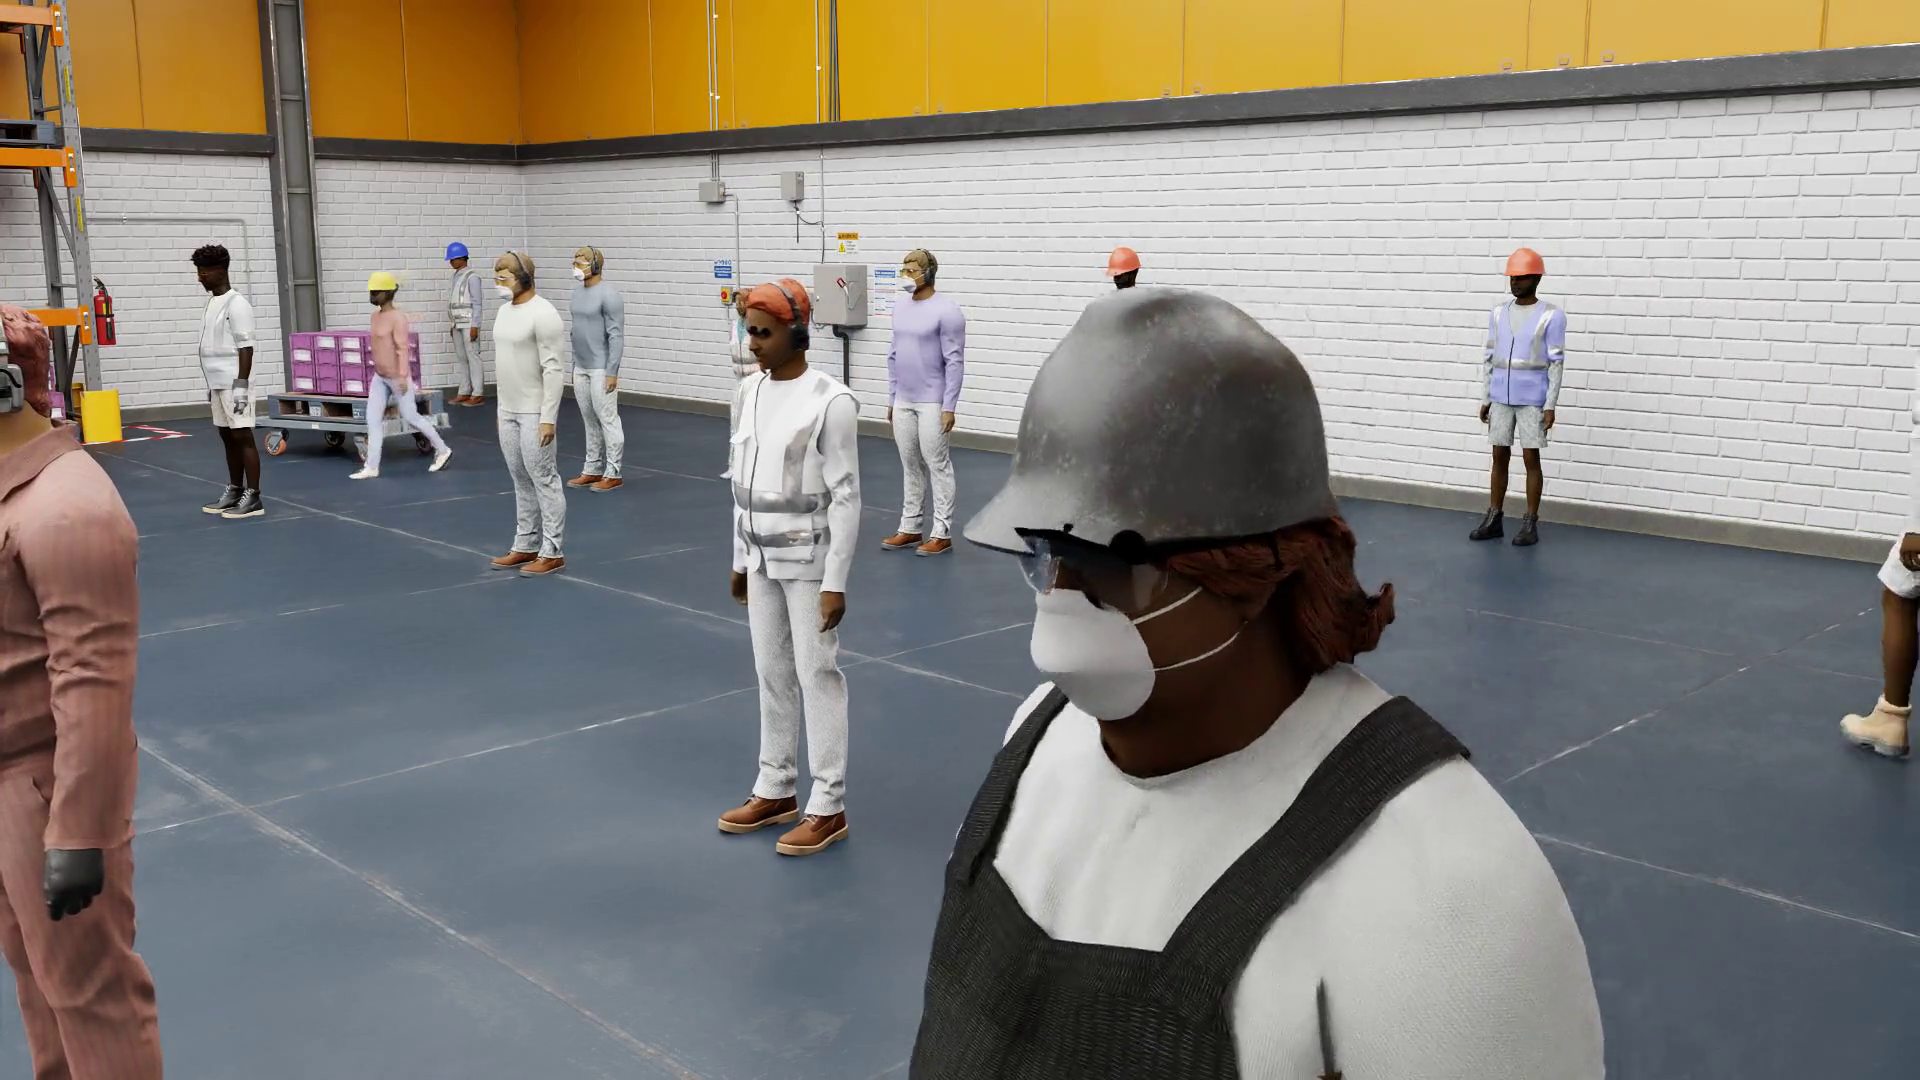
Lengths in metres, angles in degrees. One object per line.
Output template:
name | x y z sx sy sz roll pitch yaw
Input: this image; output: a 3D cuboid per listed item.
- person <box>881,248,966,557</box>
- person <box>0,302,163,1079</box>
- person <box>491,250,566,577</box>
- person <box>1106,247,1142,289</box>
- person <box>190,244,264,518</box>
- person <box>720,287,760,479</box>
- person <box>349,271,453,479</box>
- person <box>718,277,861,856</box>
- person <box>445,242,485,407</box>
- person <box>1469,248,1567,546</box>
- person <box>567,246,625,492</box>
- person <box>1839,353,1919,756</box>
person | -0.237 -0.868 10.557 0.372 1.940 0.627 -10 14 -43
person | -1.817 0.490 3.237 0.407 1.910 0.639 -10 14 -43
person | -2.582 -0.748 9.918 0.372 1.934 0.627 -10 14 -43
person | 1.287 -1.318 13.038 0.372 1.928 0.543 -10 14 -43
person | -5.273 -1.137 11.968 0.377 1.959 0.604 -10 14 -43
person | -1.691 -1.336 14.041 0.536 1.598 0.810 8 13 36
person | -4.730 -1.395 14.007 0.529 1.736 0.861 9 14 40
person | -0.565 0.088 5.484 0.355 1.887 0.573 -10 14 -43
person | -5.885 -2.552 19.742 0.401 1.938 0.603 -10 14 -43
person | 3.659 -0.932 10.903 0.360 1.939 0.543 -10 14 -43
person | -2.892 -1.350 13.185 0.372 1.940 0.627 -10 14 -43
person | 3.737 -0.125 6.279 0.649 2.016 0.818 -1 10 -7
